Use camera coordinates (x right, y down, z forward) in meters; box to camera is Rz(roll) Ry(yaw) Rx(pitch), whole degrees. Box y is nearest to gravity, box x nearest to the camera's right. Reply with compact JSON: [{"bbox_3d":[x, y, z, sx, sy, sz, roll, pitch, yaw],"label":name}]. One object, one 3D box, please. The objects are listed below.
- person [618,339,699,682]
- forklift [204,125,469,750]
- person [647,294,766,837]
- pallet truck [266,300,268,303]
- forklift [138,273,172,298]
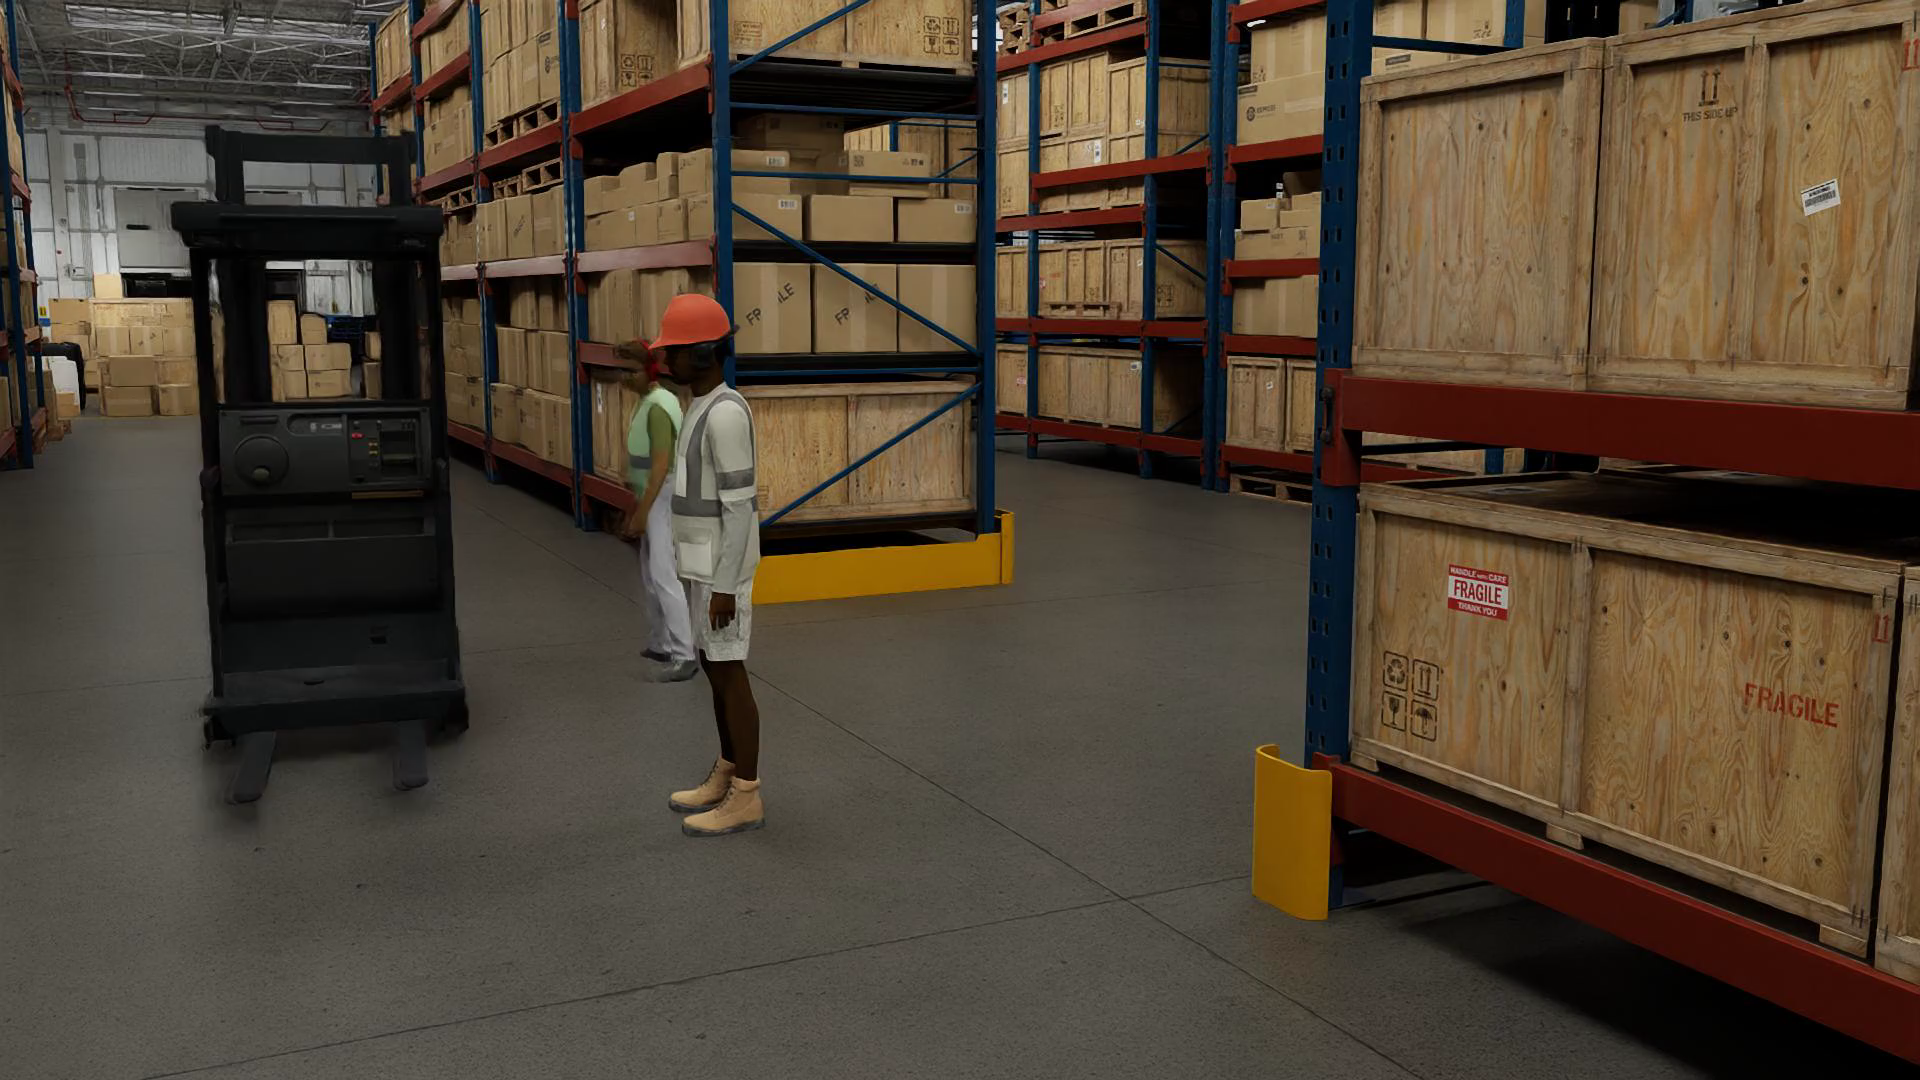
[{"bbox_3d":[-1.614,-0.174,8.992,0.417,1.816,0.778,-3,9,-18],"label":"person"},{"bbox_3d":[-3.092,-0.589,8.152,1.129,2.768,1.873,-3,9,-19],"label":"forklift"},{"bbox_3d":[-0.959,0.098,6.292,0.395,2.038,0.614,-3,9,-17],"label":"person"},{"bbox_3d":[-23.913,-7.404,58.171,1.885,1.965,0.823,-1,8,-9],"label":"pallet truck"},{"bbox_3d":[-24.694,-6.828,51.173,1.129,2.768,1.873,0,8,2],"label":"forklift"}]
